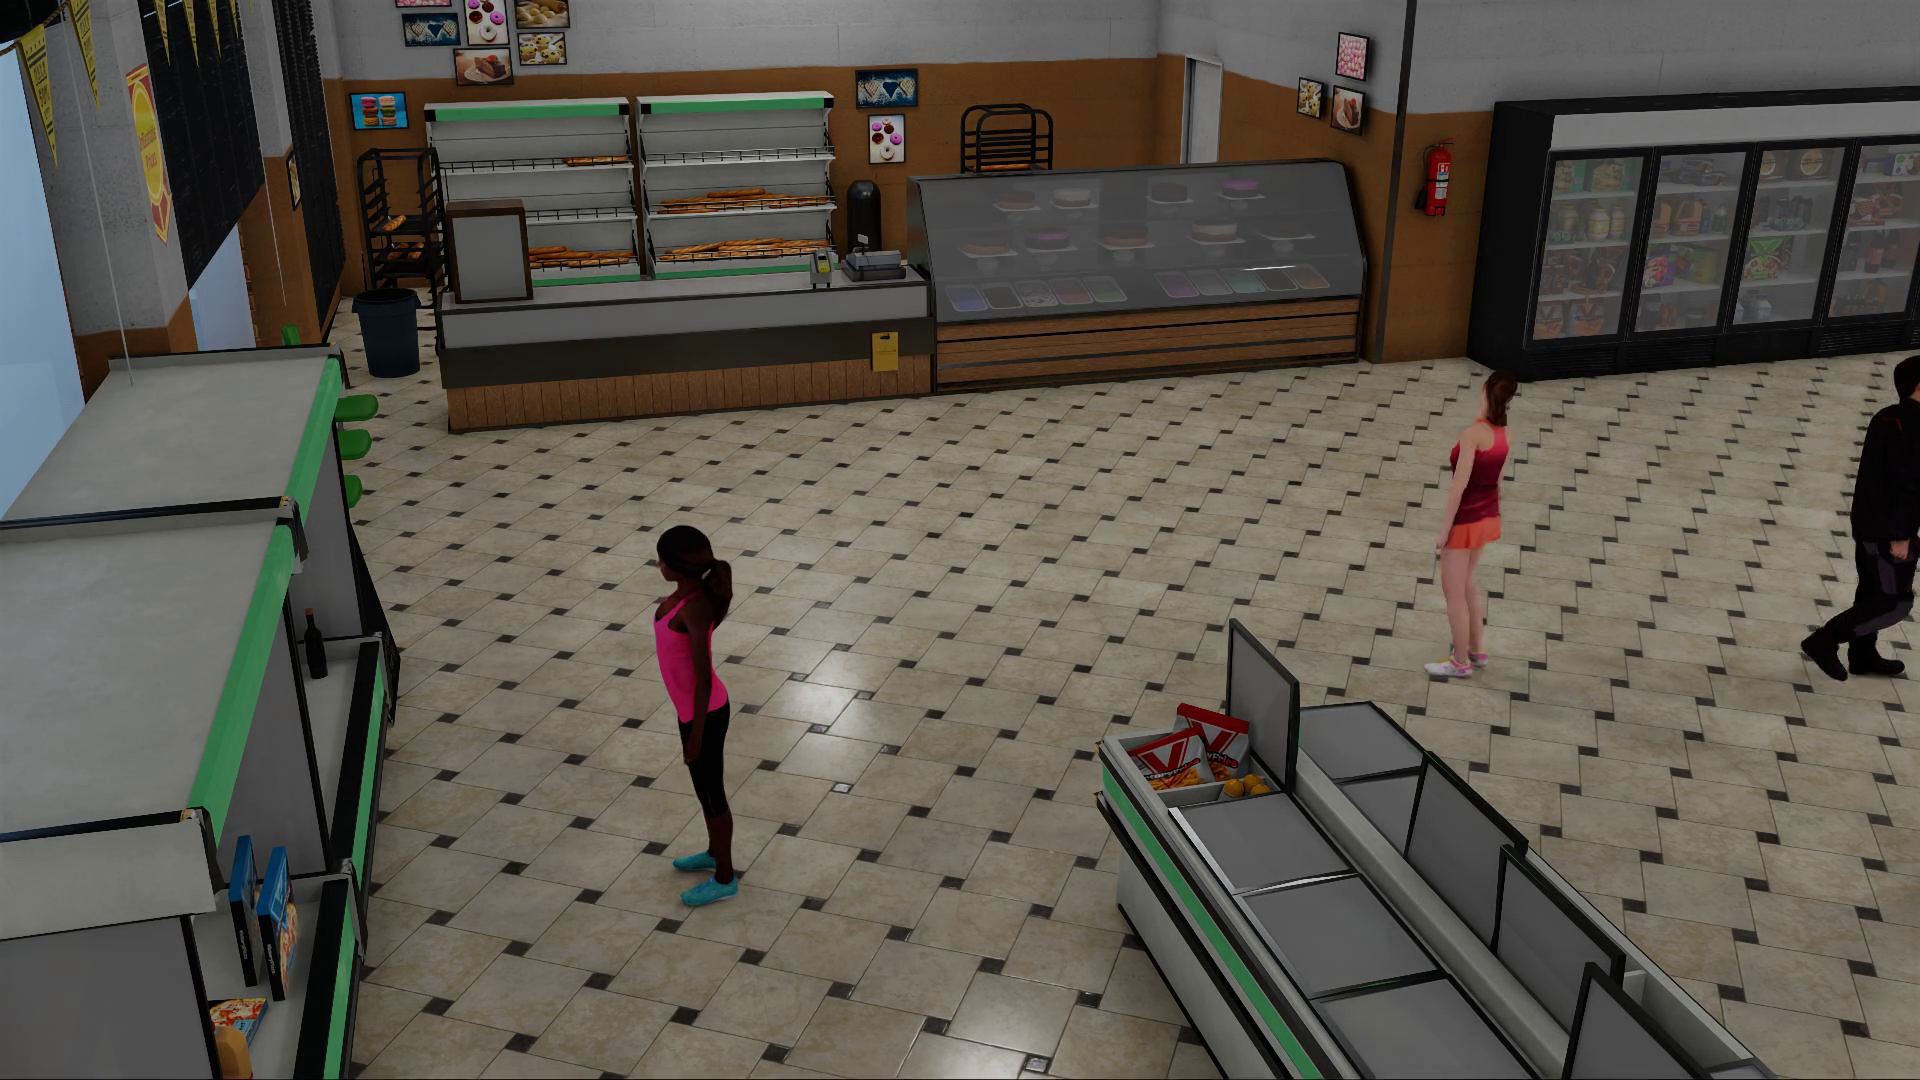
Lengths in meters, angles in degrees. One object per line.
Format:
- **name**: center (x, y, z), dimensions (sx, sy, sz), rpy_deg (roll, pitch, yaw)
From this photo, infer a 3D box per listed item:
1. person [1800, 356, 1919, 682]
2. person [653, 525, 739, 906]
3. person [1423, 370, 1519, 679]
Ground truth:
- **person**: center (4.905, -0.084, 8.921), dimensions (1.016, 1.830, 0.953), rpy_deg (6, 23, 14)
- **person**: center (-1.093, 0.729, 7.037), dimensions (0.622, 1.726, 0.495), rpy_deg (-4, 22, -10)
- **person**: center (2.749, -0.078, 9.028), dimensions (0.662, 1.739, 0.668), rpy_deg (14, 26, 31)
